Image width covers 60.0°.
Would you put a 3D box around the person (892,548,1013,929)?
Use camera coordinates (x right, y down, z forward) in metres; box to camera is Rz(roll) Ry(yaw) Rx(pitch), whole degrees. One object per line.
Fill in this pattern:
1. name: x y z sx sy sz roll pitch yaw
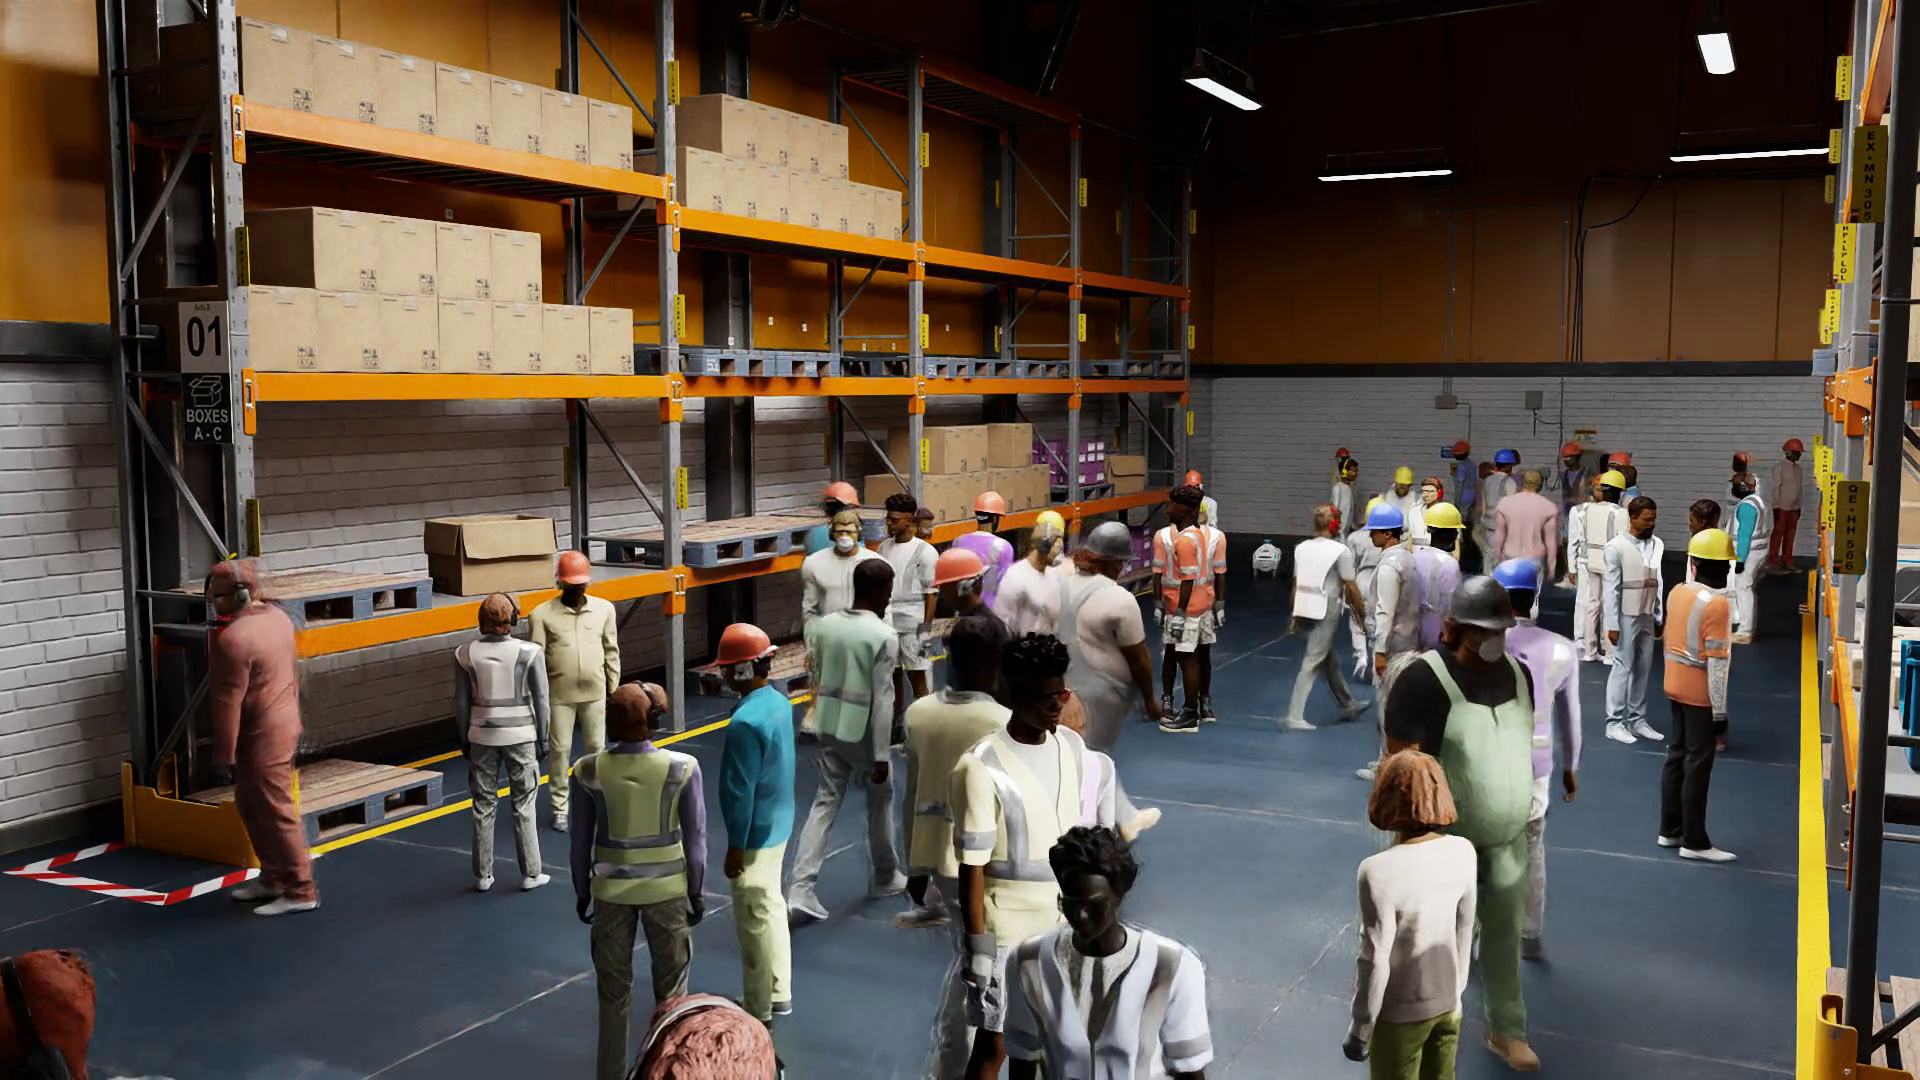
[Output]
1. person: 0.151 1.001 8.536 1.001 1.936 0.628 -2 6 -23

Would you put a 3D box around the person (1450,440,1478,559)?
1. person: 7.933 -0.624 26.200 0.398 1.898 0.630 4 6 34

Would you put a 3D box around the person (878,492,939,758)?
1. person: -0.423 0.625 12.341 0.602 1.967 0.366 5 7 44

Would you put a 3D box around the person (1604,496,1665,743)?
1. person: 5.204 0.607 12.867 0.599 1.909 0.402 -3 6 -30

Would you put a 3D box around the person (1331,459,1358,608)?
1. person: 4.716 -0.078 20.543 0.435 1.854 0.528 4 6 34

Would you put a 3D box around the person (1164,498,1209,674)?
1. person: 2.110 0.440 15.591 0.554 1.725 0.495 -4 7 -40

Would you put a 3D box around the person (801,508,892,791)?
1. person: -0.768 0.745 11.293 0.626 1.931 0.379 1 5 9

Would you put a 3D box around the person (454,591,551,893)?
1. person: -2.474 1.096 9.014 0.513 1.641 0.307 0 5 0

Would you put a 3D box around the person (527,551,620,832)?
1. person: -2.374 0.930 10.285 0.573 1.739 0.355 -3 6 -28

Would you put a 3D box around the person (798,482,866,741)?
1. person: -0.974 0.562 12.784 0.619 2.012 0.657 4 7 37

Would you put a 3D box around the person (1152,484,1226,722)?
1. person: 1.869 0.518 13.571 0.603 1.957 0.385 0 5 3

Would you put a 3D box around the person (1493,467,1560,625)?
1. person: 5.815 0.211 17.112 0.660 1.910 0.470 3 6 26

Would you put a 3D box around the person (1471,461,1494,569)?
1. person: 7.833 -0.360 24.736 0.531 1.617 0.363 -3 6 -30

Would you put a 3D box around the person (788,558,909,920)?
1. person: -0.574 1.017 8.674 0.617 1.866 0.972 4 7 39

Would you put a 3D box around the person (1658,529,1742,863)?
1. person: 4.313 0.892 9.686 0.383 1.924 0.593 0 5 -2

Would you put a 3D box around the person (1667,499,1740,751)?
1. person: 5.585 0.649 12.415 0.401 1.909 0.599 5 7 43

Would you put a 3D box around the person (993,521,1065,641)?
1. person: 0.398 0.829 10.510 0.522 1.896 0.653 2 6 23

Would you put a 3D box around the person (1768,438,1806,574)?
1. person: 12.064 -0.486 24.217 0.612 1.986 0.407 -3 6 -29

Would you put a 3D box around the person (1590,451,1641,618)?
1. person: 7.685 -0.046 19.491 0.410 1.984 0.617 -5 7 -43

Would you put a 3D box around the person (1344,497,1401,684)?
1. person: 3.786 0.471 15.254 0.507 1.728 0.410 1 5 12

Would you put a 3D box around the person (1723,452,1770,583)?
1. person: 10.645 -0.271 22.559 0.698 1.861 0.588 0 5 -1

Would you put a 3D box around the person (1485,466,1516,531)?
1. person: 7.155 -0.165 22.060 0.365 1.743 0.558 1 5 11

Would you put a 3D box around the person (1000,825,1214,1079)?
1. person: 0.380 1.520 4.218 0.556 1.676 0.442 2 6 19

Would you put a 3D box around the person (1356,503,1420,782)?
1. person: 2.985 0.713 11.572 0.413 1.939 0.605 3 6 27

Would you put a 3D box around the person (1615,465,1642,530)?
1. person: 7.644 0.053 19.165 0.429 1.844 0.627 2 6 17

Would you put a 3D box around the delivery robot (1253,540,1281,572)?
1. delivery robot: 4.345 0.239 23.513 0.477 0.478 0.707 1 5 15

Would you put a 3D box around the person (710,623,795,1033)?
1. person: -0.896 1.222 7.138 0.355 1.737 0.578 1 5 10

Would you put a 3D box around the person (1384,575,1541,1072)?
1. person: 2.066 1.084 7.014 0.691 2.000 0.984 -2 6 -16

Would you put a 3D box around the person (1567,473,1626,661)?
1. person: 6.355 0.275 16.591 0.576 1.880 0.350 1 5 6

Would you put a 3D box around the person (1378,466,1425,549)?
1. person: 5.184 0.027 19.630 0.606 1.805 0.464 2 6 16

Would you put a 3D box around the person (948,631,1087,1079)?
1. person: 0.216 1.265 5.540 0.386 1.957 0.606 5 7 43

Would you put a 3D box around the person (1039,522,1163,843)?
1. person: 0.844 0.845 9.588 1.066 2.000 0.698 -4 6 -34

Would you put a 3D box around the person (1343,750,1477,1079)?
1. person: 1.386 1.460 5.138 0.502 1.633 0.280 -4 7 -36

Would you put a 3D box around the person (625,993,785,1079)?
1. person: -0.360 1.590 2.374 0.654 1.894 0.401 -4 6 -34

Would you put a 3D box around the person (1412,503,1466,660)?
1. person: 3.380 0.697 11.780 0.369 1.927 0.589 -2 6 -16

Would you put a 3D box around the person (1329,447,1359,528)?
1. person: 6.176 -0.623 26.904 0.573 1.750 0.332 -3 6 -30

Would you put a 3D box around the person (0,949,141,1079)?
1. person: -1.504 1.570 2.747 0.757 1.853 0.603 -1 5 -6

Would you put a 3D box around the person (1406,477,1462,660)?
1. person: 4.691 0.296 16.525 0.570 1.844 0.379 5 7 44

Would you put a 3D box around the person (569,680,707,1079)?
1. person: -1.214 1.351 6.293 0.514 1.636 0.315 0 5 -2

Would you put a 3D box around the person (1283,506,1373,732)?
1. person: 2.951 0.624 13.296 1.004 1.785 0.584 -3 6 -26

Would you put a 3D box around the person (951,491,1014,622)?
1. person: 0.197 0.582 13.060 0.548 1.925 0.390 3 6 30

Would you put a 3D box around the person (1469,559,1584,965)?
1. person: 2.597 1.061 7.899 0.734 1.921 0.542 0 5 0

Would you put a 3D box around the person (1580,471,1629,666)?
1. person: 6.362 0.278 16.340 0.375 1.919 0.584 -2 6 -25

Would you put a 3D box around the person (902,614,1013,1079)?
1. person: 0.064 1.228 6.213 0.472 1.899 0.626 -5 7 -41

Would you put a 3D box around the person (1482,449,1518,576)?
1. person: 6.883 -0.184 21.154 0.391 1.948 0.605 -2 6 -21

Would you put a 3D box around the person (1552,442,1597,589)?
1. person: 8.405 -0.320 22.441 0.745 2.004 0.628 -3 6 -27

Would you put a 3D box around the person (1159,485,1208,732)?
1. person: 1.781 0.542 13.238 0.367 1.966 0.603 1 5 14

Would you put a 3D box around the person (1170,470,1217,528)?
1. person: 2.755 0.050 19.660 0.565 1.751 0.330 1 6 15

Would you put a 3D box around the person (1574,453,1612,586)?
1. person: 8.088 -0.146 20.963 0.459 1.897 0.618 1 5 11

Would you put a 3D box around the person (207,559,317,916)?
1. person: -3.617 1.027 8.545 0.565 1.875 0.683 -1 5 -6

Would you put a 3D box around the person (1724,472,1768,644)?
1. person: 8.381 0.191 17.773 0.430 1.832 0.632 3 6 31
